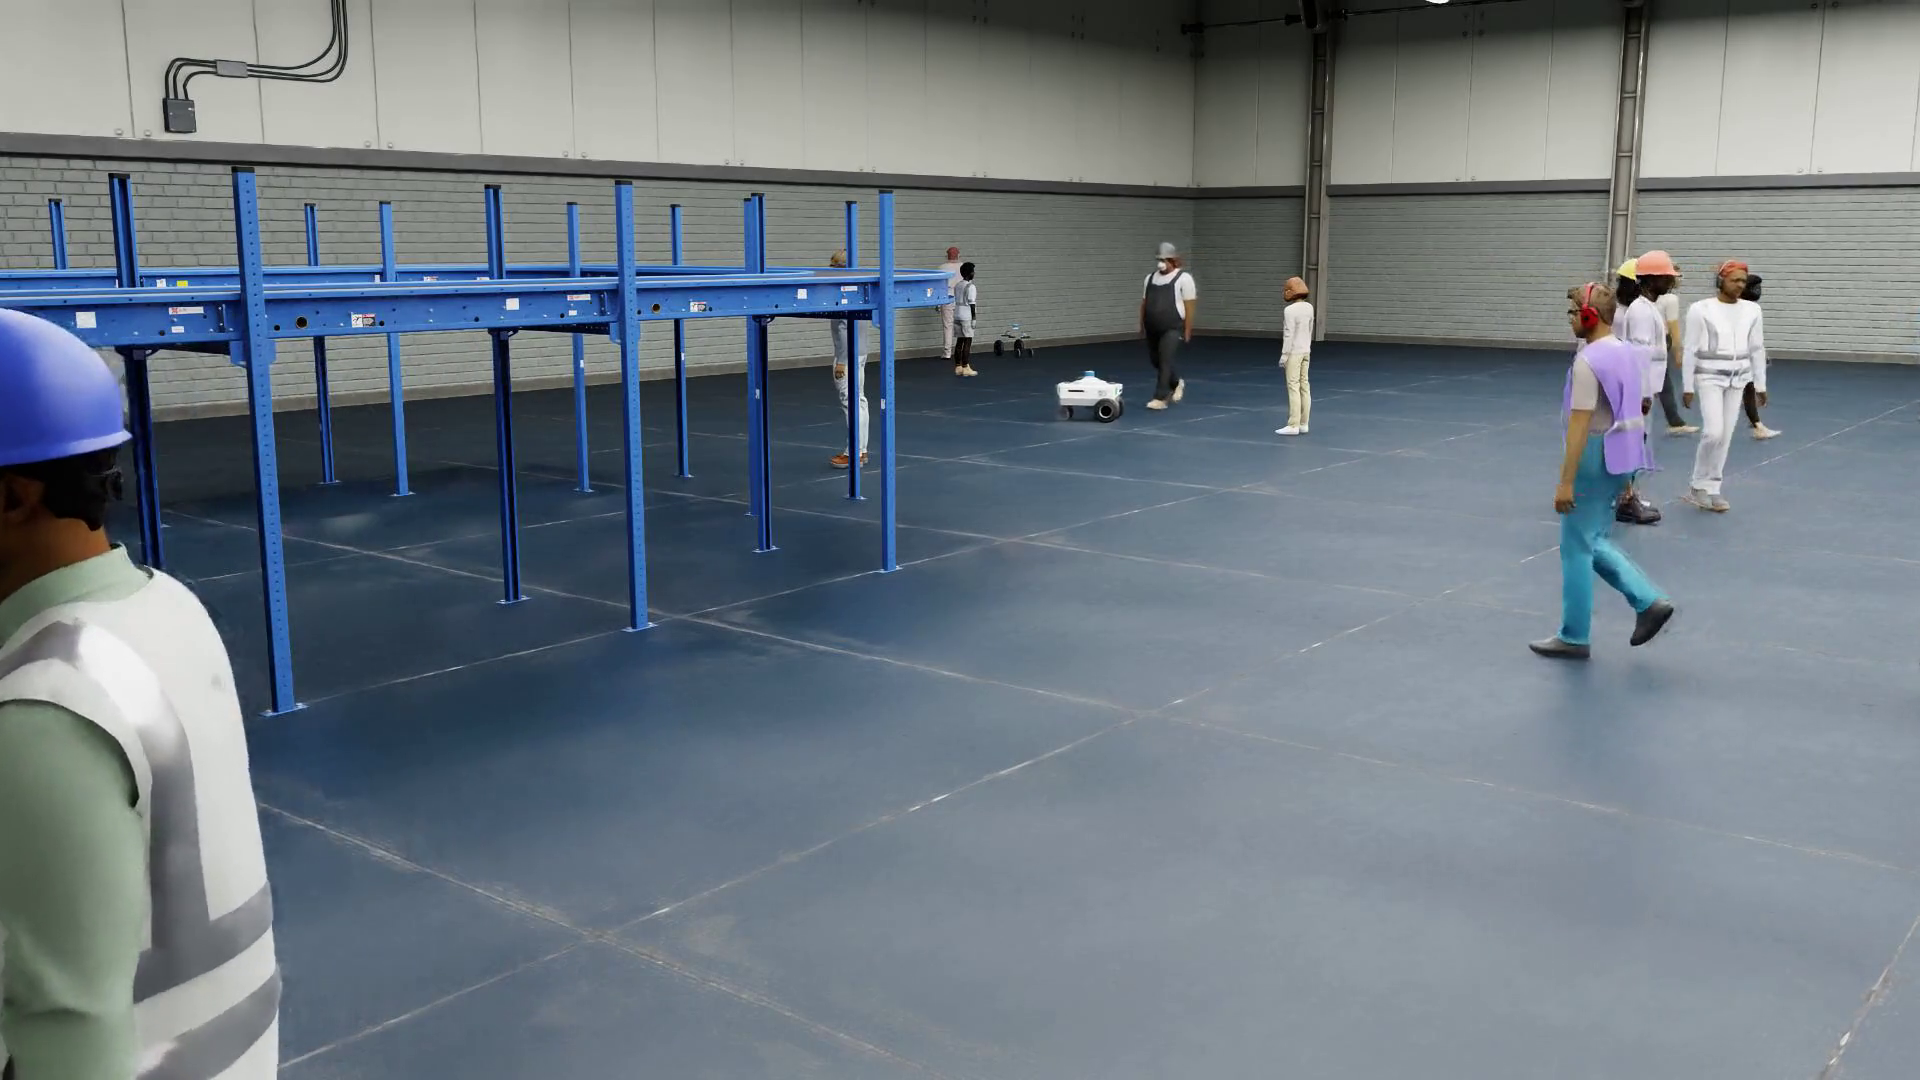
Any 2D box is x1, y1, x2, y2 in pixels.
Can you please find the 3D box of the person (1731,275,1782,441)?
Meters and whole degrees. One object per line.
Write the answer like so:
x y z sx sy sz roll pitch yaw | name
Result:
7.977 -1.830 16.785 0.843 1.659 0.551 9 13 40 | person

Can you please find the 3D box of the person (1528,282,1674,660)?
3.092 -0.318 7.964 0.536 1.822 0.562 8 13 38 | person

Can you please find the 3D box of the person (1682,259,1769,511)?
5.715 -1.142 12.386 0.592 1.871 0.479 -2 10 -9 | person

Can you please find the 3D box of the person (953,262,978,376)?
0.087 -3.310 24.917 0.321 1.689 0.530 -6 12 -30 | person

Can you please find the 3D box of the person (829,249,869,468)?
-0.995 -1.624 14.882 0.354 1.936 0.635 2 10 10 | person

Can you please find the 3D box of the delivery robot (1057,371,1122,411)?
1.465 -1.666 18.803 0.707 0.478 0.477 3 11 15 | delivery robot

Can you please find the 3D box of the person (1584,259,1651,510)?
4.931 -1.156 12.468 0.844 1.867 0.669 8 13 38 | person

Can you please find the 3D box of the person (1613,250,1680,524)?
4.940 -1.104 12.020 0.391 1.943 0.550 4 11 20 | person

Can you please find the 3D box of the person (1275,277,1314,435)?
3.502 -1.921 17.371 0.279 1.633 0.499 9 14 41 | person

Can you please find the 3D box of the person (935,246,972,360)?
-0.118 -4.032 28.311 0.641 1.910 0.401 -2 11 -13 | person

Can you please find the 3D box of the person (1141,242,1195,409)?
2.526 -2.619 20.225 0.686 2.000 0.888 9 14 41 | person

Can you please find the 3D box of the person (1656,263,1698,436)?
7.174 -1.951 17.121 0.979 1.796 0.527 0 10 -2 | person

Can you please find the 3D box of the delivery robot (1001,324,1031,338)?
0.979 -3.669 29.187 0.335 0.223 0.698 -6 12 -29 | delivery robot

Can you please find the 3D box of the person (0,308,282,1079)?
-1.056 0.685 2.073 0.415 1.942 0.630 -2 10 -12 | person
